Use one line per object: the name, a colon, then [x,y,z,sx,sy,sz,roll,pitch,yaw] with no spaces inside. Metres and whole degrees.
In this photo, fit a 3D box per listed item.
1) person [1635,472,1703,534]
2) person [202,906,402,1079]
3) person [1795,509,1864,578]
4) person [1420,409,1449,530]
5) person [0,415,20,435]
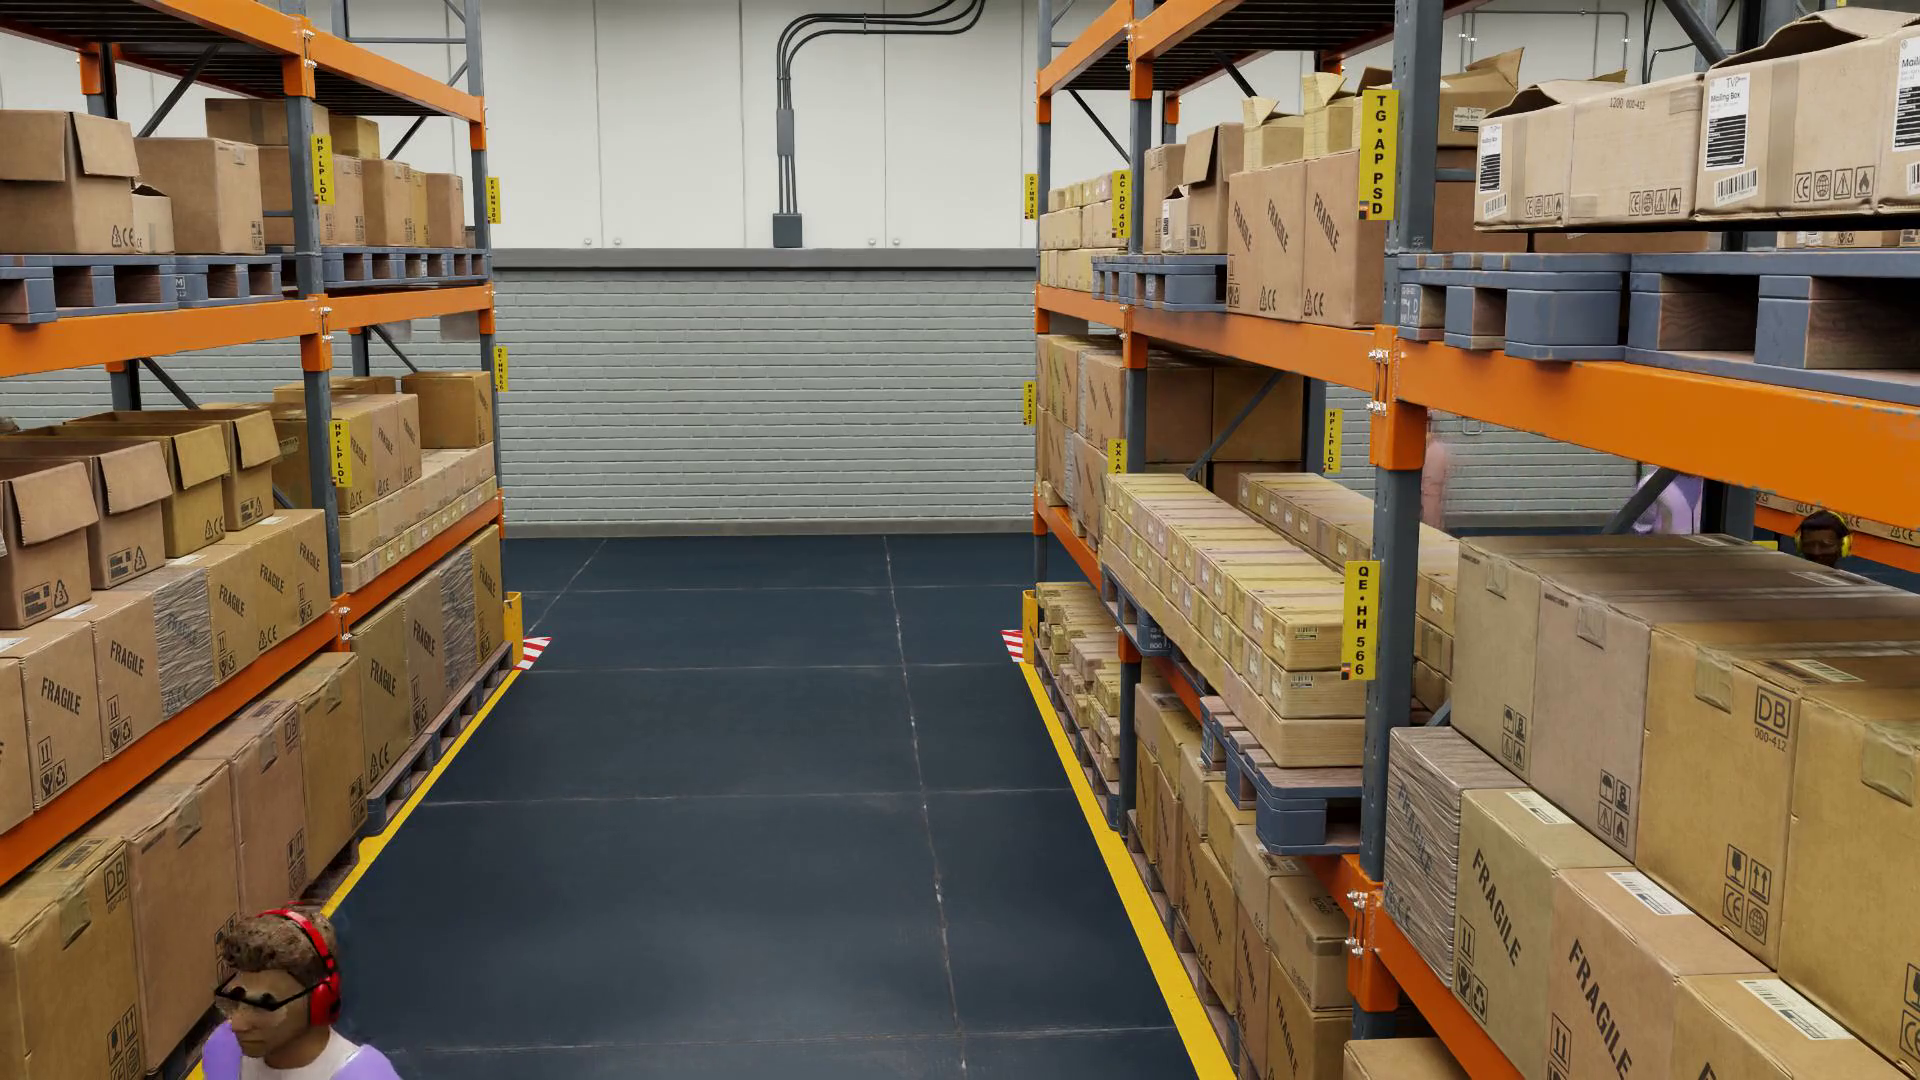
person: [4.798,0.172,11.081,0.621,1.999,1.027,0,10,-1]
person: [-1.316,1.587,3.326,0.565,1.798,0.919,8,12,38]
person: [4.058,0.769,7.949,0.573,1.866,0.380,9,13,41]
person: [3.720,-0.150,13.339,0.876,1.880,0.653,-1,10,-7]
person: [-6.975,0.026,12.187,0.860,1.912,0.641,7,12,37]
